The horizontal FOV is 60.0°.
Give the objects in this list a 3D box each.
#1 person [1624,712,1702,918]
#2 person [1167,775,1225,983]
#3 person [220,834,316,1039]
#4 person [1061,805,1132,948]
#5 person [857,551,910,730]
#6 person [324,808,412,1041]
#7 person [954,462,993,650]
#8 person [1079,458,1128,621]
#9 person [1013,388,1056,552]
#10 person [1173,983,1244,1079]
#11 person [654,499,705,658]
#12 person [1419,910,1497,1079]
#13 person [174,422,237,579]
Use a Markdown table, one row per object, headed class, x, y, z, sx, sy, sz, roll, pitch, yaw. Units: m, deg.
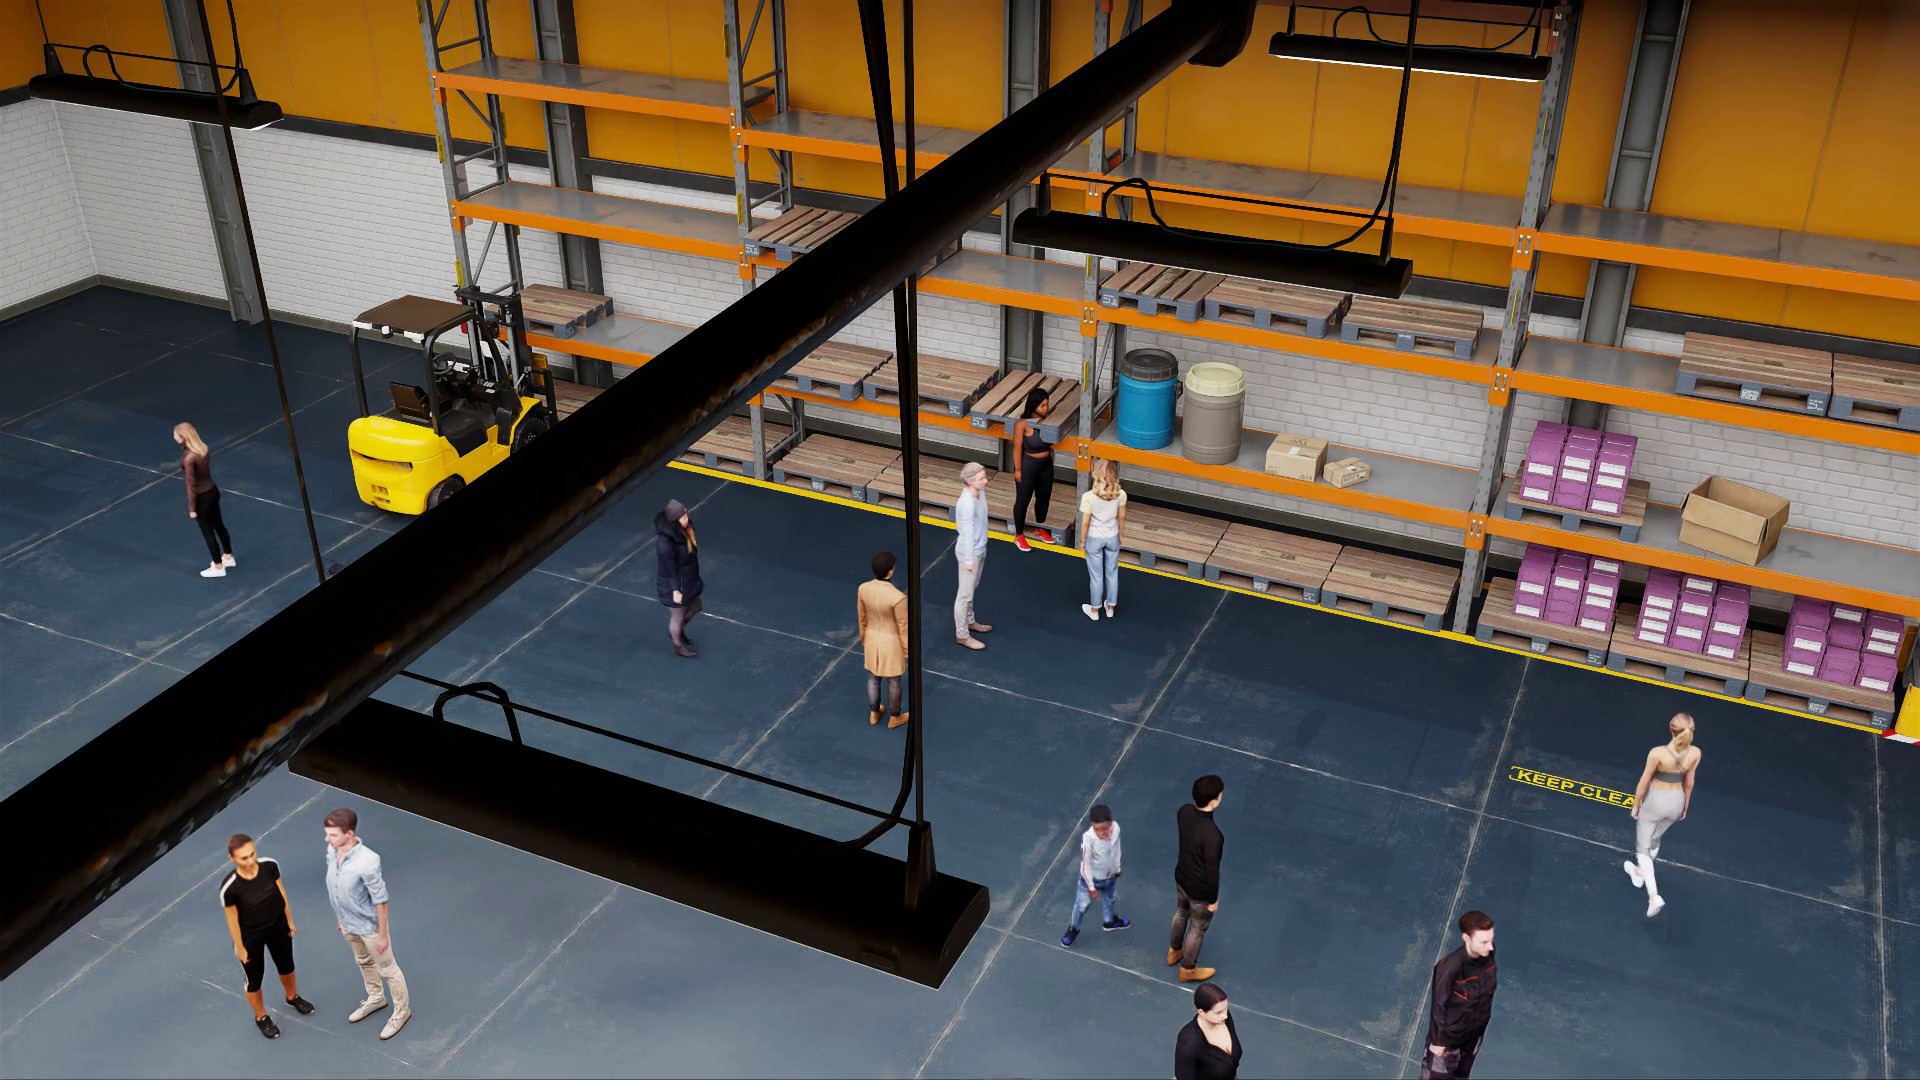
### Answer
| class | x | y | z | sx | sy | sz | roll | pitch | yaw |
| --- | --- | --- | --- | --- | --- | --- | --- | --- | --- |
| person | 5.299 | 2.063 | 12.515 | 1.020 | 1.684 | 0.892 | 0 | 29 | 1 |
| person | 1.686 | 2.404 | 11.853 | 0.758 | 1.719 | 0.689 | -11 | 30 | -19 |
| person | -4.804 | 2.672 | 11.419 | 0.596 | 1.665 | 0.625 | 21 | 35 | 34 |
| person | 1.054 | 2.426 | 12.306 | 0.770 | 1.246 | 0.775 | -22 | 36 | -35 |
| person | -0.673 | 0.879 | 14.642 | 0.545 | 1.726 | 0.696 | 14 | 31 | 24 |
| person | -4.075 | 2.593 | 11.373 | 0.516 | 1.847 | 0.740 | 17 | 33 | 28 |
| person | 0.107 | 0.112 | 15.874 | 0.620 | 1.893 | 0.688 | 8 | 30 | 14 |
| person | 1.396 | -0.005 | 16.265 | 0.694 | 1.723 | 0.767 | -8 | 30 | -14 |
| person | 0.782 | -0.779 | 17.588 | 0.769 | 1.816 | 0.795 | -17 | 33 | -28 |
| person | 1.449 | 3.356 | 10.065 | 0.688 | 1.759 | 0.726 | 21 | 35 | 33 |
| person | -2.720 | 0.366 | 15.642 | 0.688 | 1.668 | 0.693 | 9 | 30 | 16 |
| person | 3.109 | 3.080 | 10.409 | 0.775 | 1.915 | 0.758 | -21 | 35 | -33 |
| person | -7.735 | -0.436 | 17.077 | 0.665 | 1.704 | 0.687 | 0 | 29 | 0 |
